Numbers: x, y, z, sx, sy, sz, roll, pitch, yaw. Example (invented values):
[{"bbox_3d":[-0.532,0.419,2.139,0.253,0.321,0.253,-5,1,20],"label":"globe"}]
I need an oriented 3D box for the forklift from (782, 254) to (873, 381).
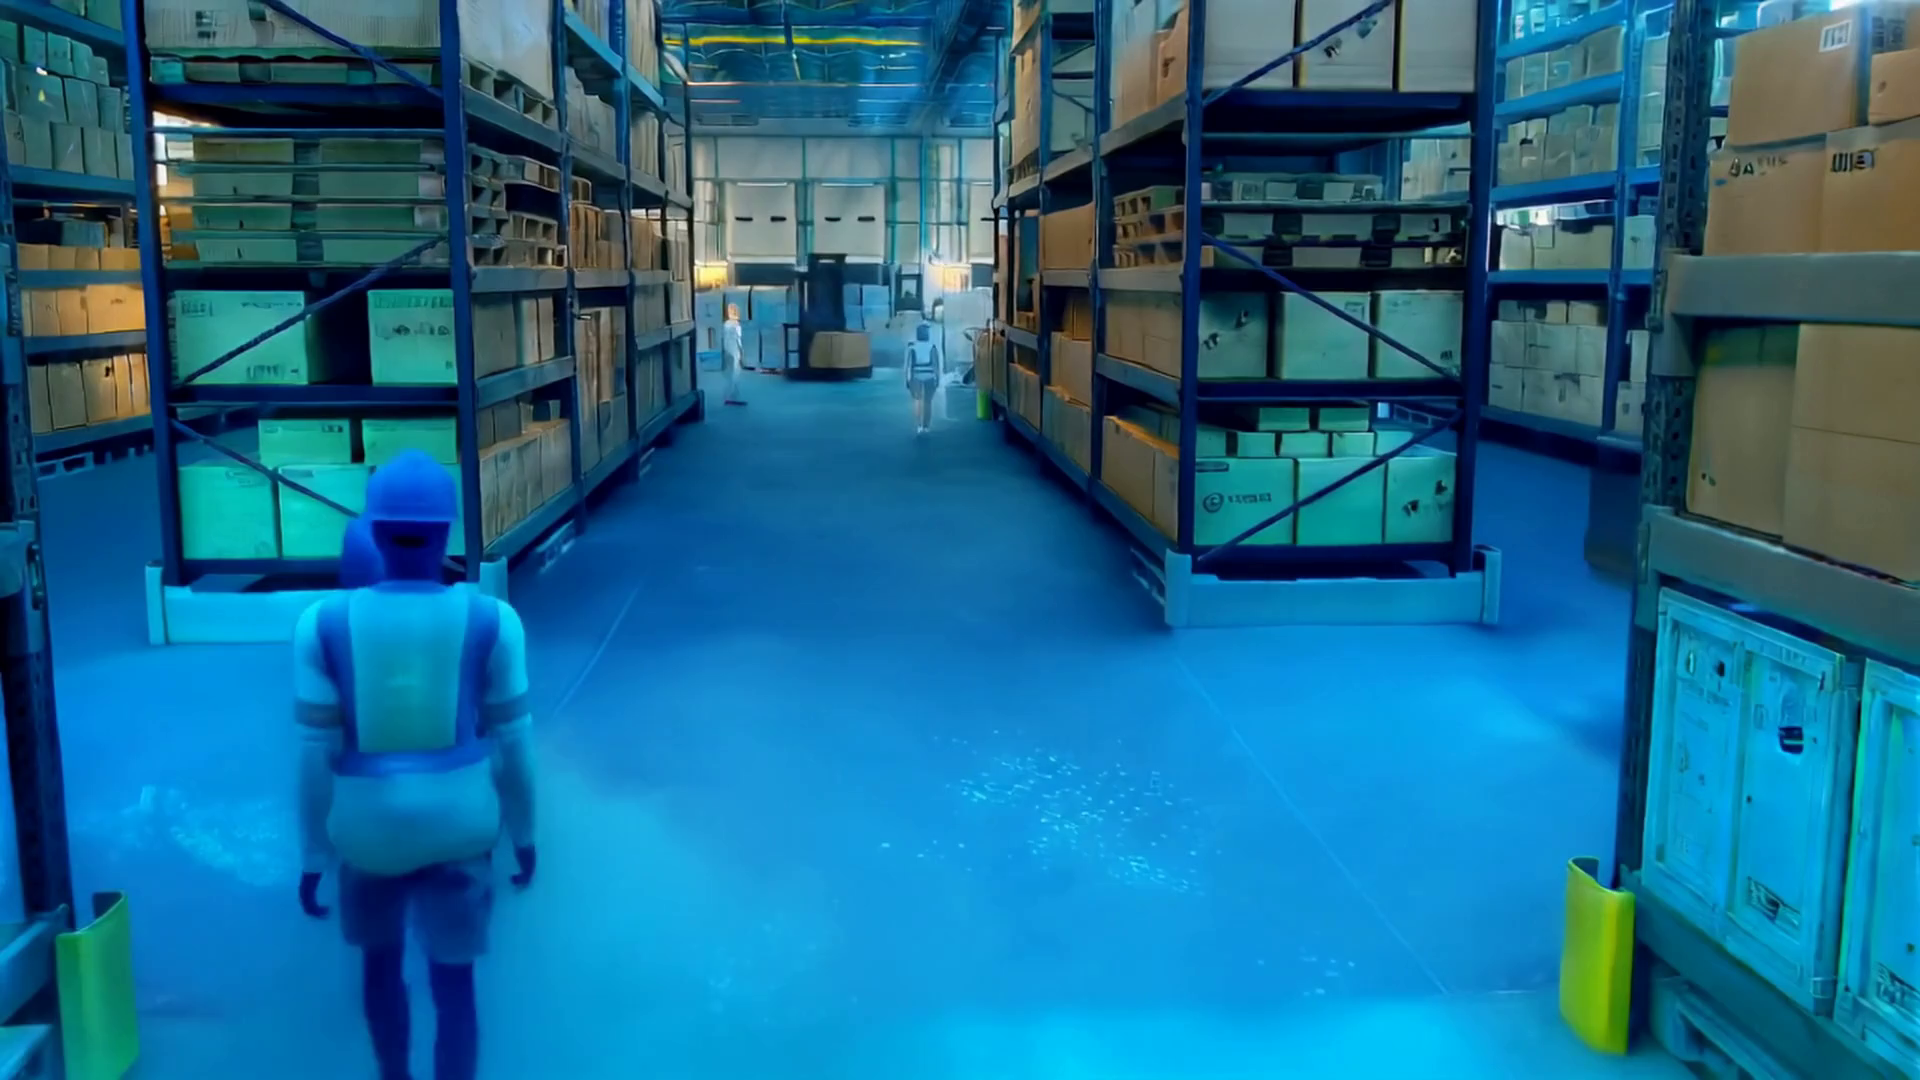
[{"bbox_3d":[-2.949,-4.984,37.127,1.873,2.768,1.129,8,12,41],"label":"forklift"}]

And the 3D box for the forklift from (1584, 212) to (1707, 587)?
[{"bbox_3d":[5.575,-1.030,12.300,1.129,2.768,1.873,-1,9,-4],"label":"forklift"}]

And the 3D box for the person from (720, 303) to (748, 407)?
[{"bbox_3d":[-4.069,-3.306,29.777,0.535,1.861,0.309,8,12,42],"label":"person"}]

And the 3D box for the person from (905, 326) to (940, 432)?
[{"bbox_3d":[-0.569,-2.428,25.104,0.529,1.601,0.849,0,9,-1],"label":"person"}]

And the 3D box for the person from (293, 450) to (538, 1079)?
[{"bbox_3d":[-1.383,0.726,4.282,0.584,1.913,0.629,-2,9,-15],"label":"person"}]

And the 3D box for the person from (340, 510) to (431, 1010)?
[{"bbox_3d":[-1.833,0.693,5.402,0.536,1.613,0.534,-2,9,-14],"label":"person"}]

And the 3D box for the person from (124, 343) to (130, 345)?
[{"bbox_3d":[-23.689,-6.105,47.325,1.003,1.871,0.598,7,12,39],"label":"person"}]

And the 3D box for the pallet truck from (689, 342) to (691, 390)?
[{"bbox_3d":[-5.225,-3.008,27.480,1.885,1.965,0.823,2,9,14],"label":"pallet truck"}]

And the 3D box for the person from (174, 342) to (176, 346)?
[{"bbox_3d":[-24.667,-6.959,52.900,0.852,1.814,0.633,3,10,19],"label":"person"}]

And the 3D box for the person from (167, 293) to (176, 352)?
[{"bbox_3d":[-24.287,-6.658,50.689,0.898,1.915,0.637,-7,11,-36],"label":"person"}]

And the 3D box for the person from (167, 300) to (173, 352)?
[{"bbox_3d":[-24.024,-6.586,50.236,0.625,1.901,0.448,-3,10,-20],"label":"person"}]

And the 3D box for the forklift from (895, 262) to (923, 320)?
[{"bbox_3d":[-1.901,-8.824,61.238,1.129,2.768,1.873,-1,9,-4],"label":"forklift"}]
